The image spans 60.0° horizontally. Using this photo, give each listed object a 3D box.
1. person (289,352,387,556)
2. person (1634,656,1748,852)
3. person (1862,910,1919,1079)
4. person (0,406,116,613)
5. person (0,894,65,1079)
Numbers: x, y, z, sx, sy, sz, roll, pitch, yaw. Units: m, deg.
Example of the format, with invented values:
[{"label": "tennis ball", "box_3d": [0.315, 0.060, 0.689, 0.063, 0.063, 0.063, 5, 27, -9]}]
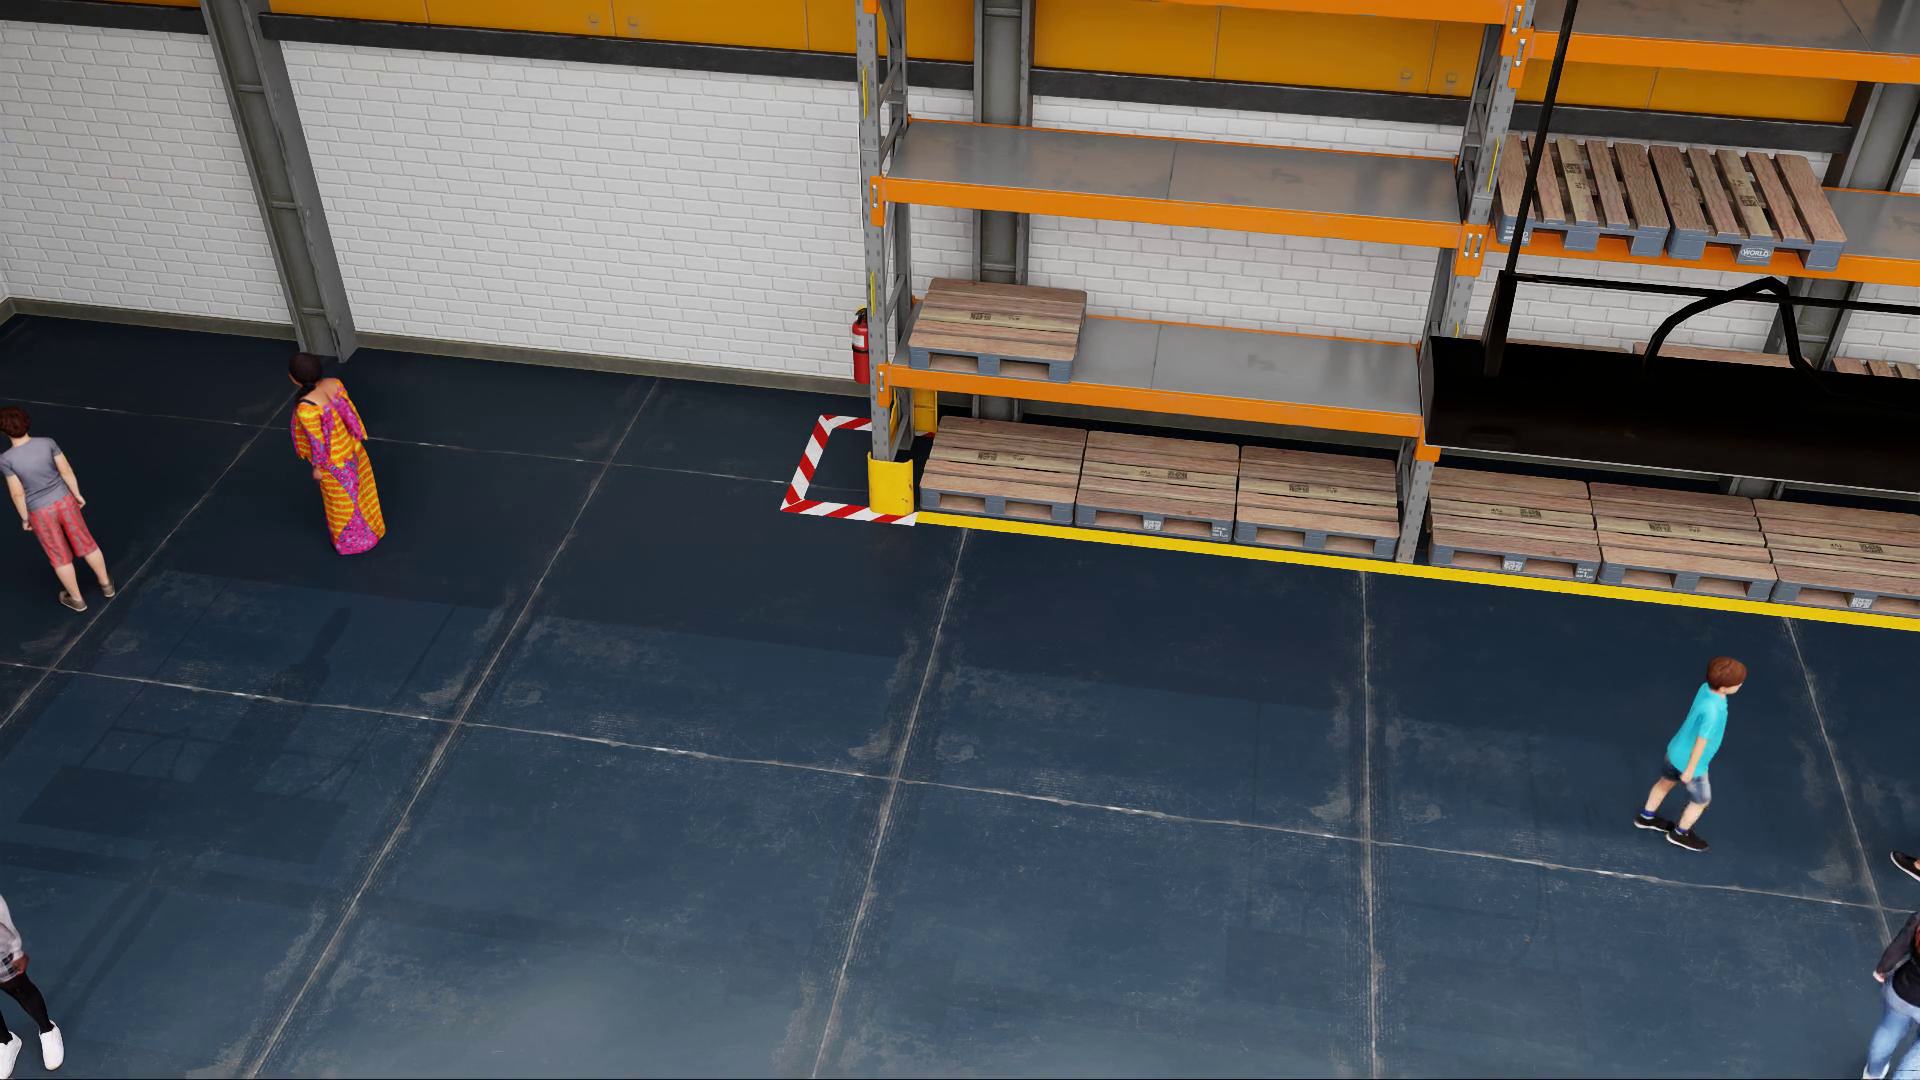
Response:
[{"label": "person", "box_3d": [-4.616, -0.663, 12.163, 0.628, 1.681, 0.627, 7, 39, 8]}, {"label": "person", "box_3d": [4.313, 1.251, 9.960, 0.656, 1.438, 0.576, 9, 40, 12]}, {"label": "person", "box_3d": [4.866, 2.367, 8.416, 0.878, 1.622, 0.916, 30, 47, 32]}, {"label": "person", "box_3d": [-6.355, -0.223, 11.636, 0.702, 1.651, 0.676, 32, 48, 33]}, {"label": "person", "box_3d": [-5.088, 2.125, 8.599, 0.624, 1.771, 0.754, -11, 40, -14]}]
